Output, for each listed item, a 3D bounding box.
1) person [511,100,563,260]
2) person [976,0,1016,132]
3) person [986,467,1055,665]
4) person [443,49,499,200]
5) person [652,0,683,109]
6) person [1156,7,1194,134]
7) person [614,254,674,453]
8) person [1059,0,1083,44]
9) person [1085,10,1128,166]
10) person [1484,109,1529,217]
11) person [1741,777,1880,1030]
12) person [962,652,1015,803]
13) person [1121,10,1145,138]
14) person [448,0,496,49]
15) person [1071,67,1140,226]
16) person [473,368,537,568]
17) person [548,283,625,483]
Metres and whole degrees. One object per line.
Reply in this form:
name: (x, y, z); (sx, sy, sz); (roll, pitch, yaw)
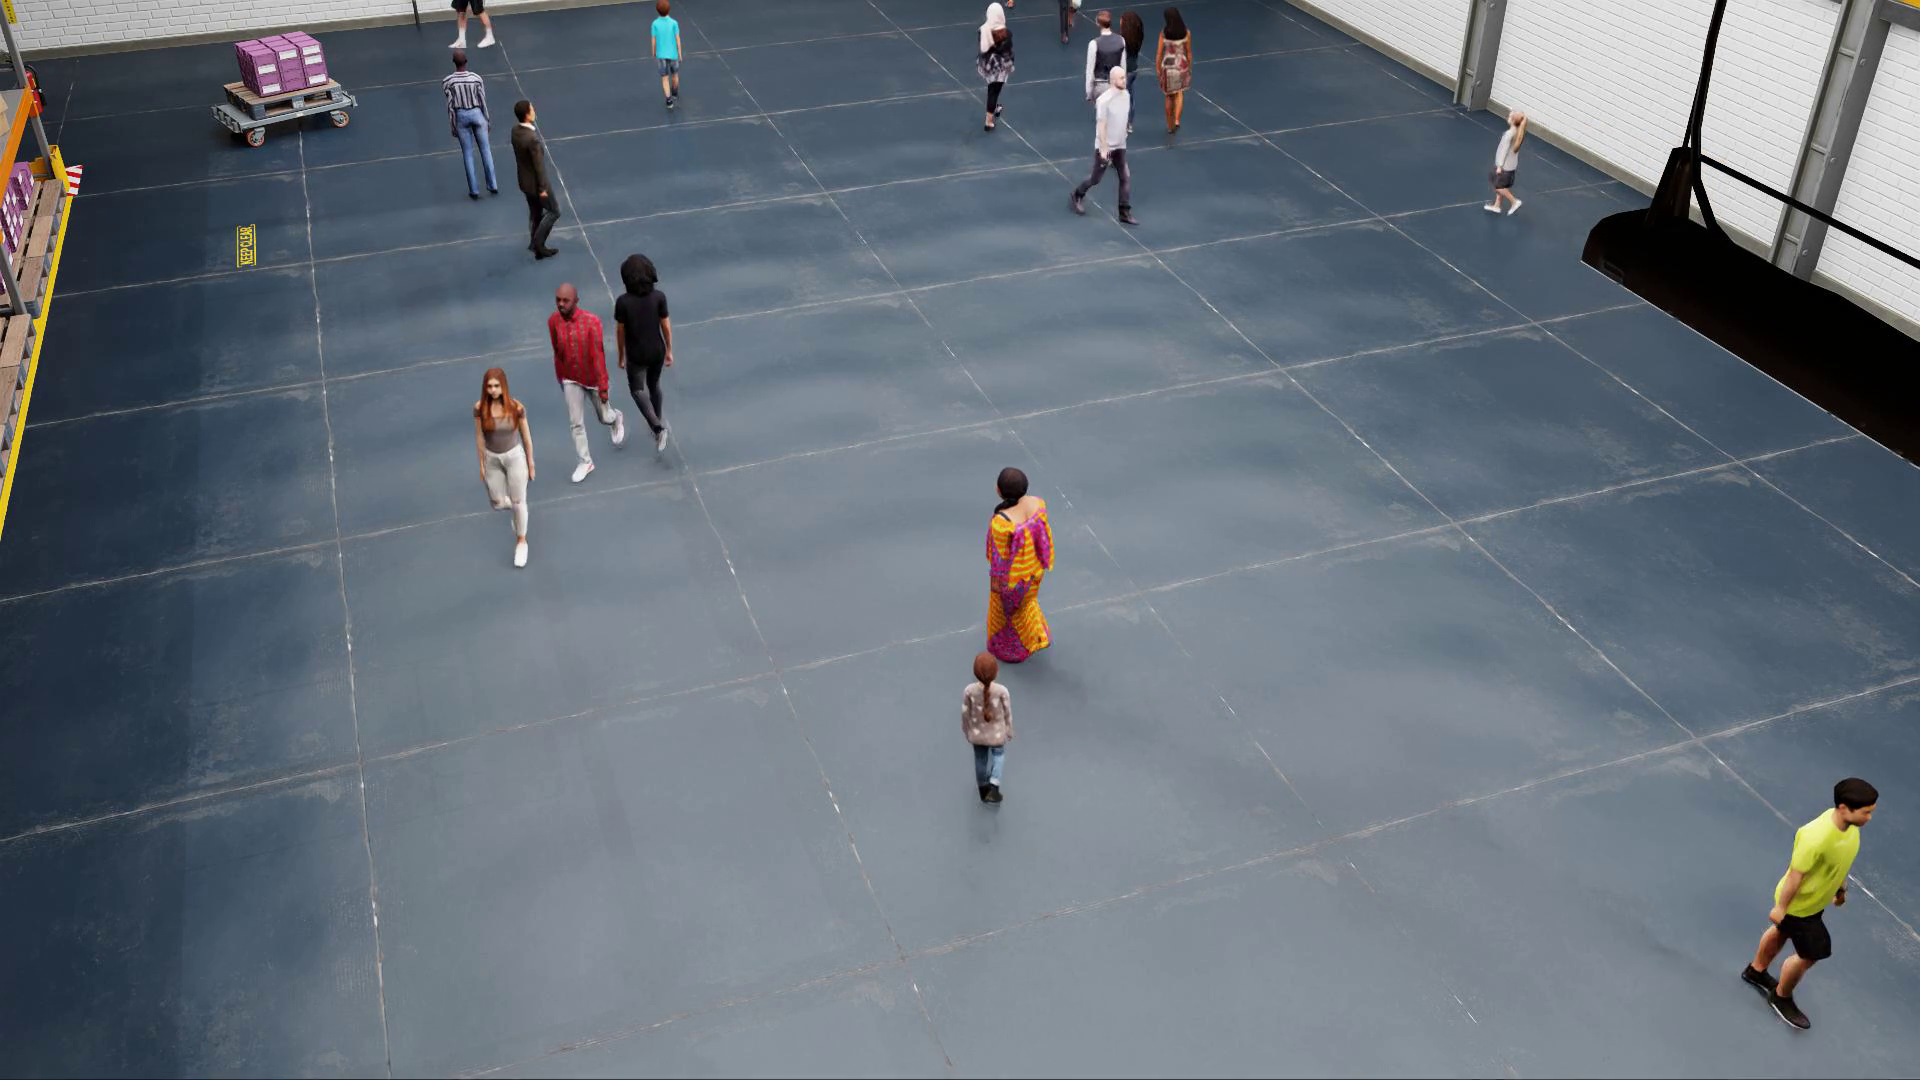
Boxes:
person: (-4.737, -3.901, 18.215); (0.872, 1.793, 0.762); (-28, 43, -35)
person: (0.420, -6.166, 21.793); (0.999, 1.605, 1.066); (15, 36, 21)
person: (0.447, 0.211, 12.152); (0.817, 1.656, 0.934); (-26, 42, -34)
person: (-5.817, -4.944, 19.782); (0.622, 1.795, 0.512); (-12, 35, -17)
person: (-3.982, -6.584, 22.594); (0.619, 1.414, 0.965); (-6, 34, -9)
person: (2.783, -6.085, 21.663); (0.755, 1.614, 0.783); (3, 34, 5)
person: (-2.789, -1.639, 14.799); (0.736, 1.807, 1.020); (-16, 37, -22)
person: (1.626, -8.486, 25.037); (0.817, 1.878, 0.986); (-4, 34, -6)
person: (1.850, -5.557, 20.590); (0.708, 1.922, 0.711); (-8, 34, -11)
person: (6.437, -4.393, 19.431); (0.784, 1.266, 0.694); (23, 40, 31)
person: (4.748, 1.968, 9.471); (0.774, 1.698, 0.818); (-25, 41, -33)
person: (0.175, 1.282, 10.964); (0.600, 1.188, 0.649); (4, 34, 6)
person: (2.169, -6.073, 21.641); (0.761, 1.617, 0.715); (20, 39, 27)
person: (-7.224, -8.256, 24.710); (0.994, 1.855, 1.032); (-28, 43, -35)
person: (1.667, -4.563, 19.193); (0.943, 1.813, 1.267); (-24, 41, -32)
person: (-3.636, -0.645, 13.388); (0.757, 1.714, 0.907); (-1, 34, -1)
person: (-3.247, -1.452, 14.525); (1.010, 1.800, 1.201); (7, 34, 10)
